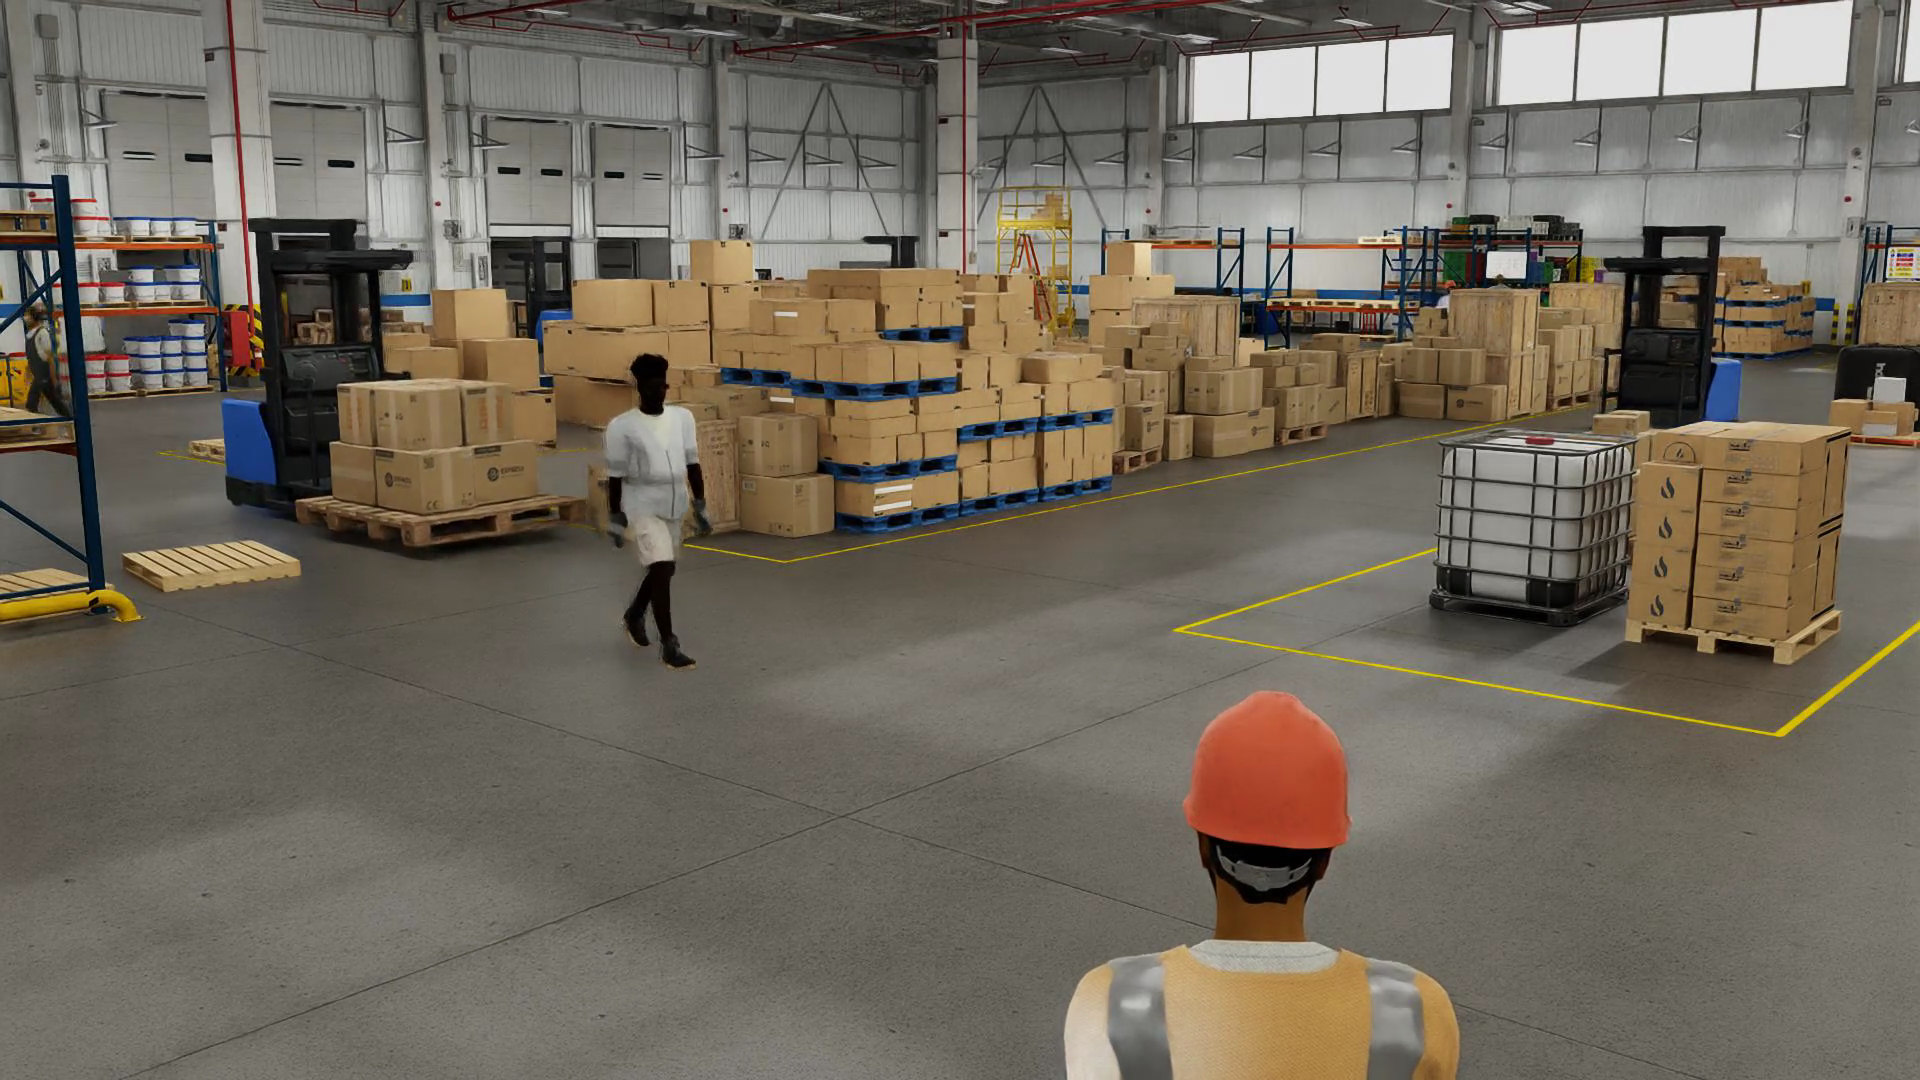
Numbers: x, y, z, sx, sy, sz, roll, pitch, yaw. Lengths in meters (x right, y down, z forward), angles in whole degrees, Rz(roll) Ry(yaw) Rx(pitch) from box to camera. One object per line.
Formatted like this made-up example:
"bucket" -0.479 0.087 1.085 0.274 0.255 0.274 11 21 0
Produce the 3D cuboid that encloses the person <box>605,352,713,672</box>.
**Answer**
"person" -1.904 -0.204 10.279 0.928 1.931 0.604 10 14 43

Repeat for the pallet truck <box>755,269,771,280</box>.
"pallet truck" -4.996 -6.432 45.525 1.885 1.965 0.823 -6 12 -32

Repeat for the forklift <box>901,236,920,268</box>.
"forklift" -1.208 -5.765 39.217 1.873 2.768 1.129 -1 10 -4

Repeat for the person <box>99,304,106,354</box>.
"person" -17.022 -4.225 33.212 0.550 1.915 0.612 9 13 40

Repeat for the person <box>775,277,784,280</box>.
"person" -4.122 -5.093 38.230 0.355 1.883 0.573 1 10 7

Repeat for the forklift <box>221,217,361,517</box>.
"forklift" -6.238 -1.689 16.006 1.873 2.768 1.129 8 13 40

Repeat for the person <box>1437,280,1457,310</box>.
"person" 10.010 -4.365 34.040 0.548 1.911 0.688 -7 12 -34

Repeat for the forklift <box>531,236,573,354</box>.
"forklift" -9.601 -5.790 39.356 1.873 2.768 1.129 8 13 40

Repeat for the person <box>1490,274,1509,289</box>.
"person" 12.821 -5.356 39.619 0.670 1.924 0.337 -3 11 -19

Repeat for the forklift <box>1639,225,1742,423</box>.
"forklift" 9.235 -2.643 21.438 1.873 2.768 1.129 -9 13 -41

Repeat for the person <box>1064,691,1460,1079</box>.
"person" 0.416 1.169 2.417 0.551 1.936 0.356 0 10 1

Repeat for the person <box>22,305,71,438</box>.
"person" -12.215 -2.204 22.031 0.527 1.793 0.995 9 14 43
